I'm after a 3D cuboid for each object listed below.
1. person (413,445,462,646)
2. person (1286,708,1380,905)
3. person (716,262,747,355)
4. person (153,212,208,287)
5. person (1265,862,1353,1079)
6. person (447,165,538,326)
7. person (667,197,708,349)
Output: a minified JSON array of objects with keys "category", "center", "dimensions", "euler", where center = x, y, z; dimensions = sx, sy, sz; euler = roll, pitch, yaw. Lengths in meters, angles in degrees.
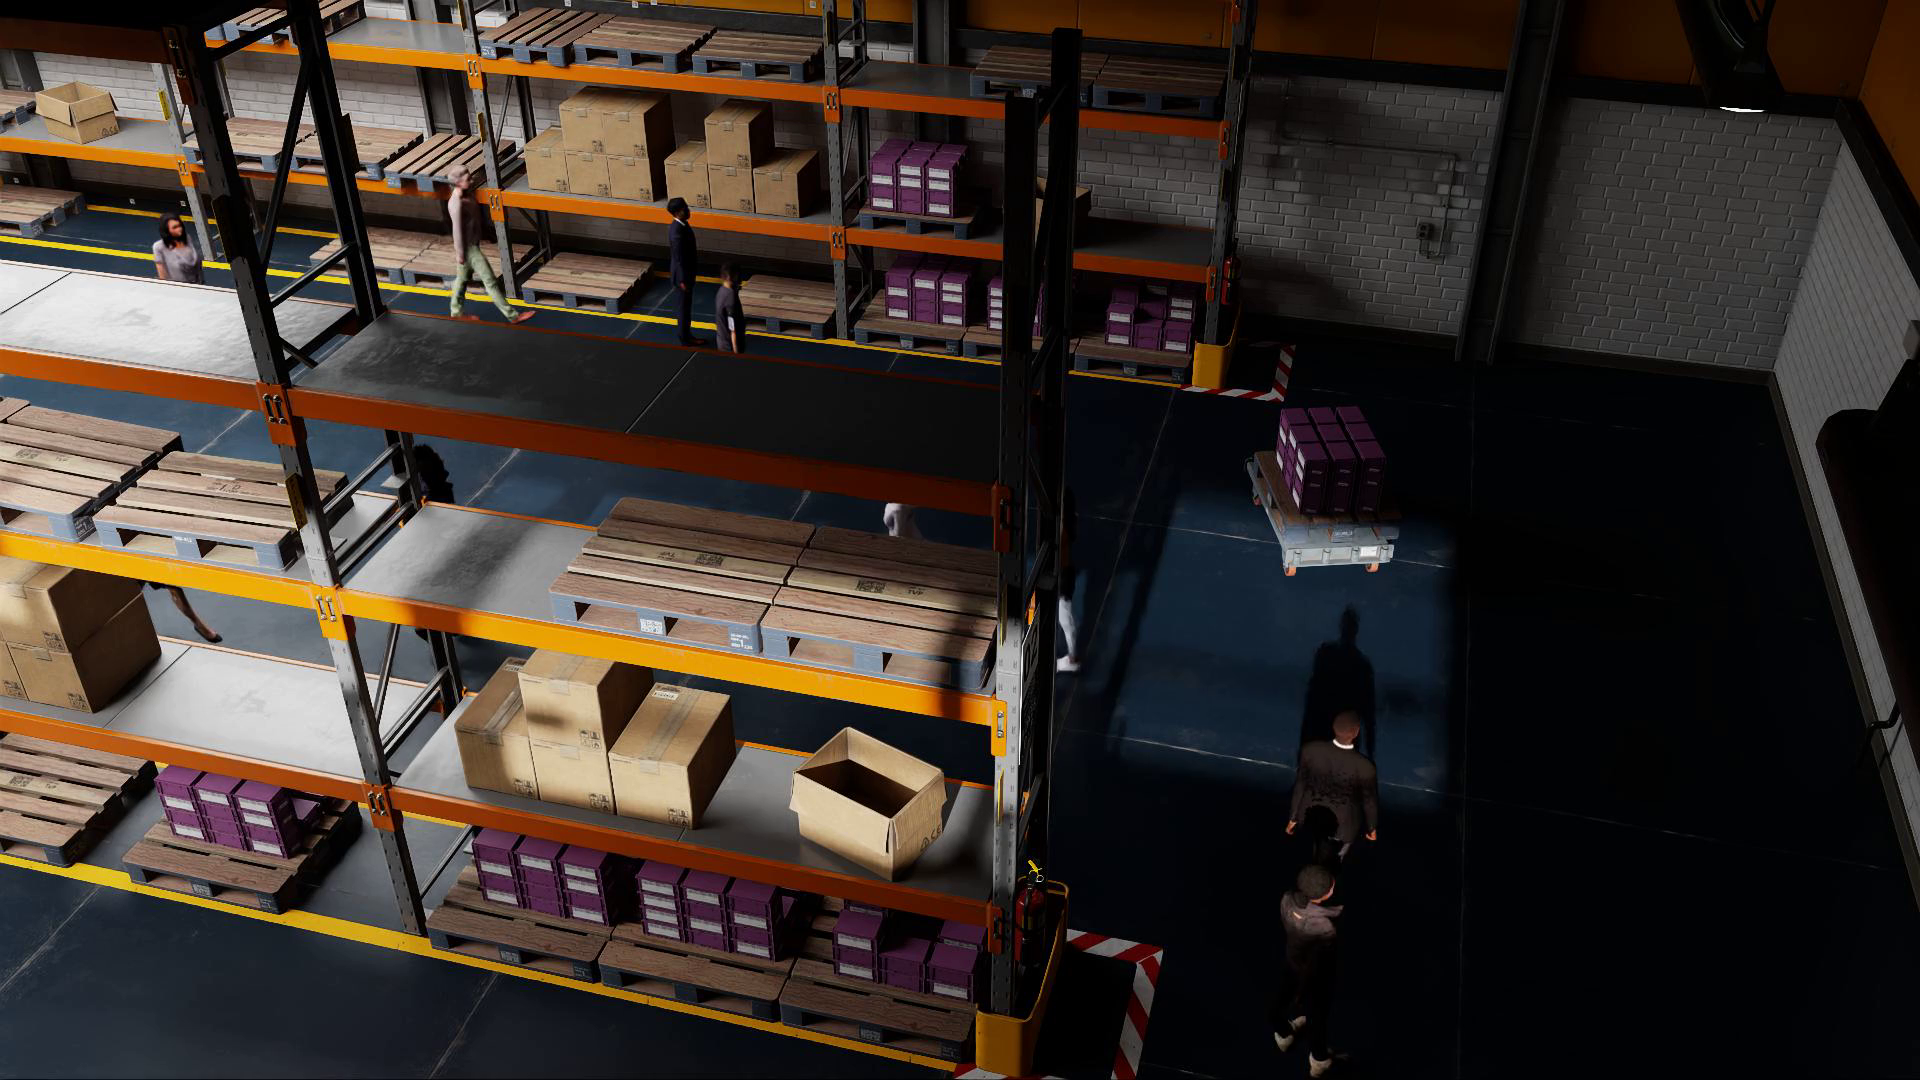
[{"category":"person","center":[-4.176,0.061,13.158],"dimensions":[1.049,1.849,0.986],"euler":[-15,36,-21]},{"category":"person","center":[2.312,1.862,10.540],"dimensions":[1.221,1.750,0.998],"euler":[19,38,27]},{"category":"person","center":[-2.214,-1.878,16.155],"dimensions":[0.697,1.761,0.709],"euler":[-5,34,-8]},{"category":"person","center":[-8.224,-2.719,17.575],"dimensions":[0.928,1.590,0.779],"euler":[20,39,27]},{"category":"person","center":[2.126,2.467,9.716],"dimensions":[0.878,1.652,0.804],"euler":[-7,34,-11]},{"category":"person","center":[-5.385,-3.146,18.005],"dimensions":[1.291,1.825,0.990],"euler":[-4,34,-6]},{"category":"person","center":[-2.930,-2.809,17.587],"dimensions":[0.638,1.726,0.685],"euler":[-1,34,-2]}]
